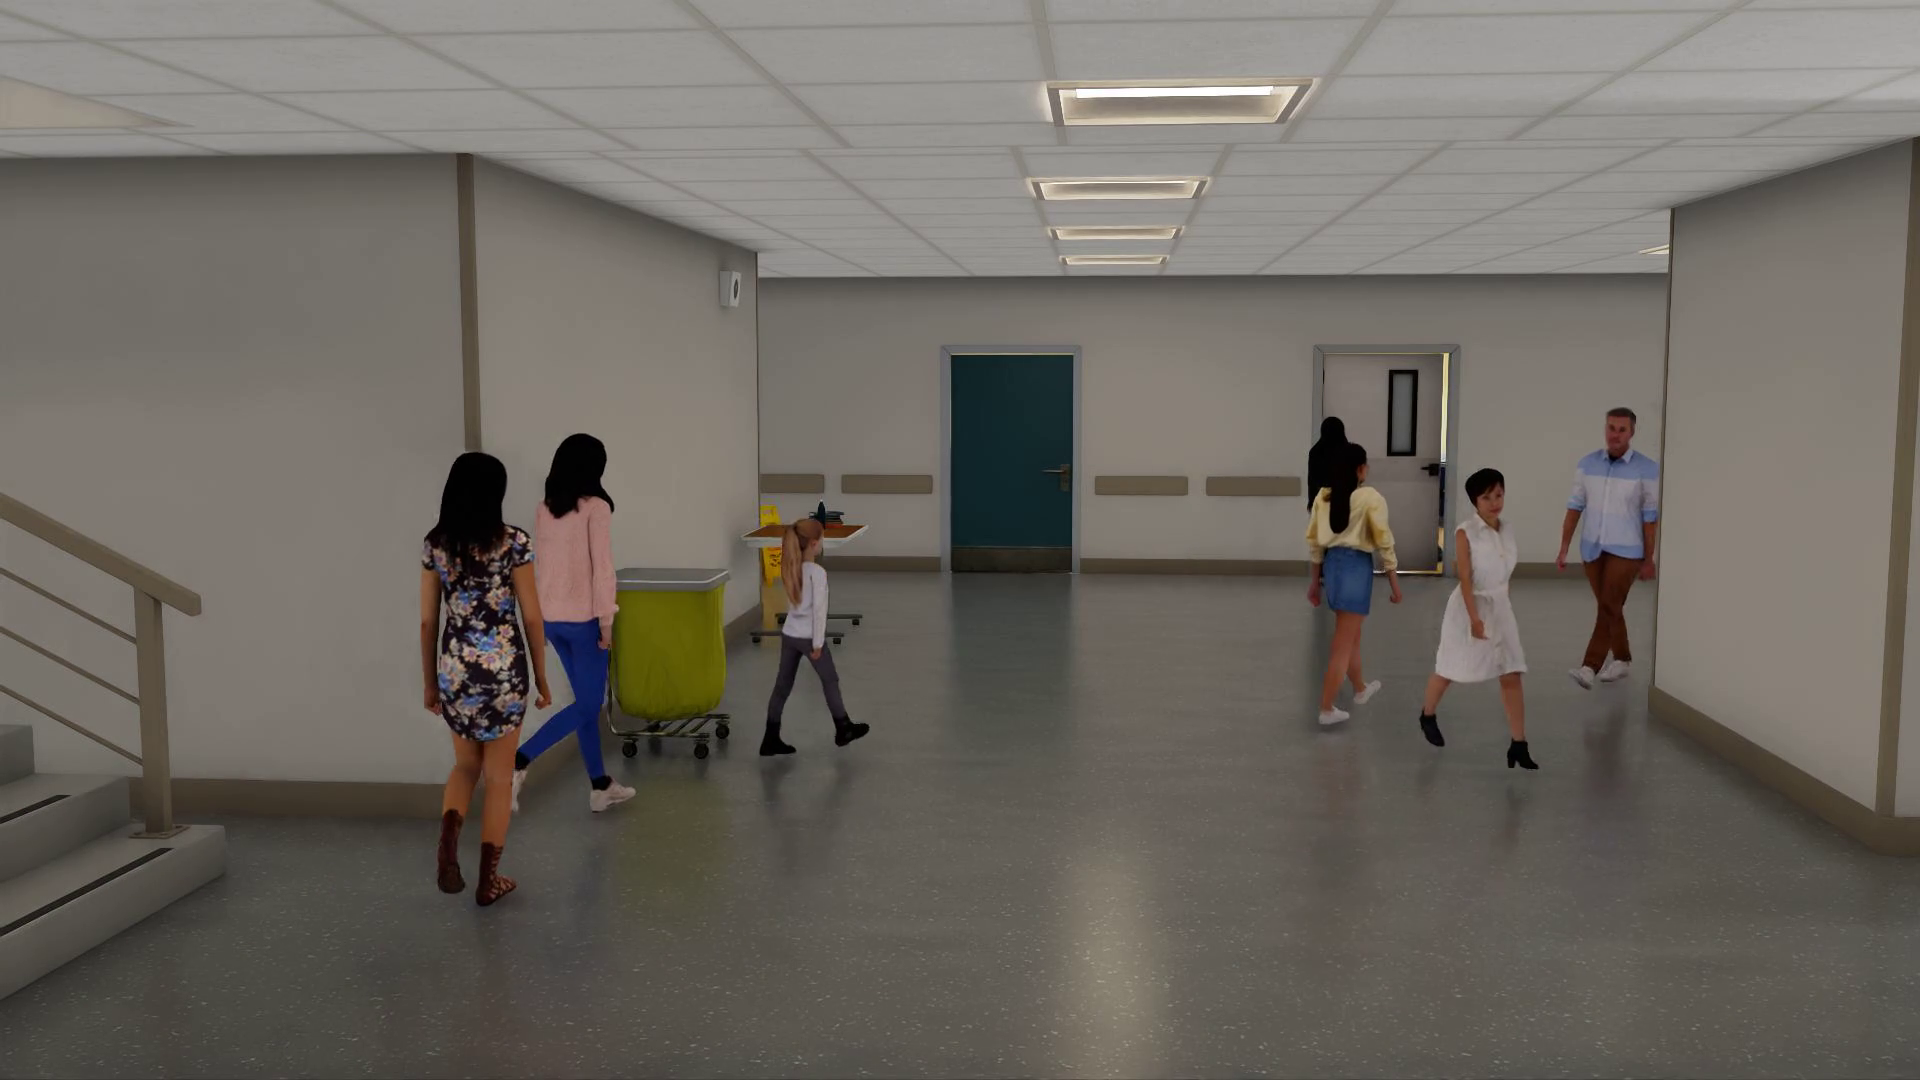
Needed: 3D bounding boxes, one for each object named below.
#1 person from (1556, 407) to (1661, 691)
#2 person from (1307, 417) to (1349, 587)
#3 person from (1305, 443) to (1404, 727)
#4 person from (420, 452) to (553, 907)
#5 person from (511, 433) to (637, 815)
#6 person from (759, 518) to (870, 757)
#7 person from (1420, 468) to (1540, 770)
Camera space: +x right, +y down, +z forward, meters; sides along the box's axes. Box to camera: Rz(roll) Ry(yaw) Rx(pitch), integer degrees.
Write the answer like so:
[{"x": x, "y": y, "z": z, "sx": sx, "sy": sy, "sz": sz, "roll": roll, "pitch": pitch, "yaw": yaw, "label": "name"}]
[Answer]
[{"x": 4.196, "y": 0.077, "z": 10.611, "sx": 1.236, "sy": 1.777, "sz": 1.176, "roll": -5, "pitch": 7, "yaw": -39, "label": "person"}, {"x": 3.564, "y": -0.371, "z": 15.895, "sx": 0.611, "sy": 1.612, "sz": 0.746, "roll": 2, "pitch": 6, "yaw": 15, "label": "person"}, {"x": 2.181, "y": 0.278, "z": 9.538, "sx": 1.106, "sy": 1.593, "sz": 1.064, "roll": -5, "pitch": 8, "yaw": -41, "label": "person"}, {"x": -1.813, "y": 0.547, "z": 6.206, "sx": 0.627, "sy": 1.724, "sz": 0.654, "roll": 0, "pitch": 6, "yaw": 4, "label": "person"}, {"x": -1.809, "y": 0.409, "z": 7.498, "sx": 1.073, "sy": 1.741, "sz": 1.053, "roll": 5, "pitch": 7, "yaw": 38, "label": "person"}, {"x": -0.869, "y": 0.535, "z": 8.719, "sx": 0.882, "sy": 1.245, "sz": 0.868, "roll": 5, "pitch": 8, "yaw": 41, "label": "person"}, {"x": 2.618, "y": 0.416, "z": 8.600, "sx": 1.072, "sy": 1.506, "sz": 0.917, "roll": -3, "pitch": 6, "yaw": -24, "label": "person"}]
